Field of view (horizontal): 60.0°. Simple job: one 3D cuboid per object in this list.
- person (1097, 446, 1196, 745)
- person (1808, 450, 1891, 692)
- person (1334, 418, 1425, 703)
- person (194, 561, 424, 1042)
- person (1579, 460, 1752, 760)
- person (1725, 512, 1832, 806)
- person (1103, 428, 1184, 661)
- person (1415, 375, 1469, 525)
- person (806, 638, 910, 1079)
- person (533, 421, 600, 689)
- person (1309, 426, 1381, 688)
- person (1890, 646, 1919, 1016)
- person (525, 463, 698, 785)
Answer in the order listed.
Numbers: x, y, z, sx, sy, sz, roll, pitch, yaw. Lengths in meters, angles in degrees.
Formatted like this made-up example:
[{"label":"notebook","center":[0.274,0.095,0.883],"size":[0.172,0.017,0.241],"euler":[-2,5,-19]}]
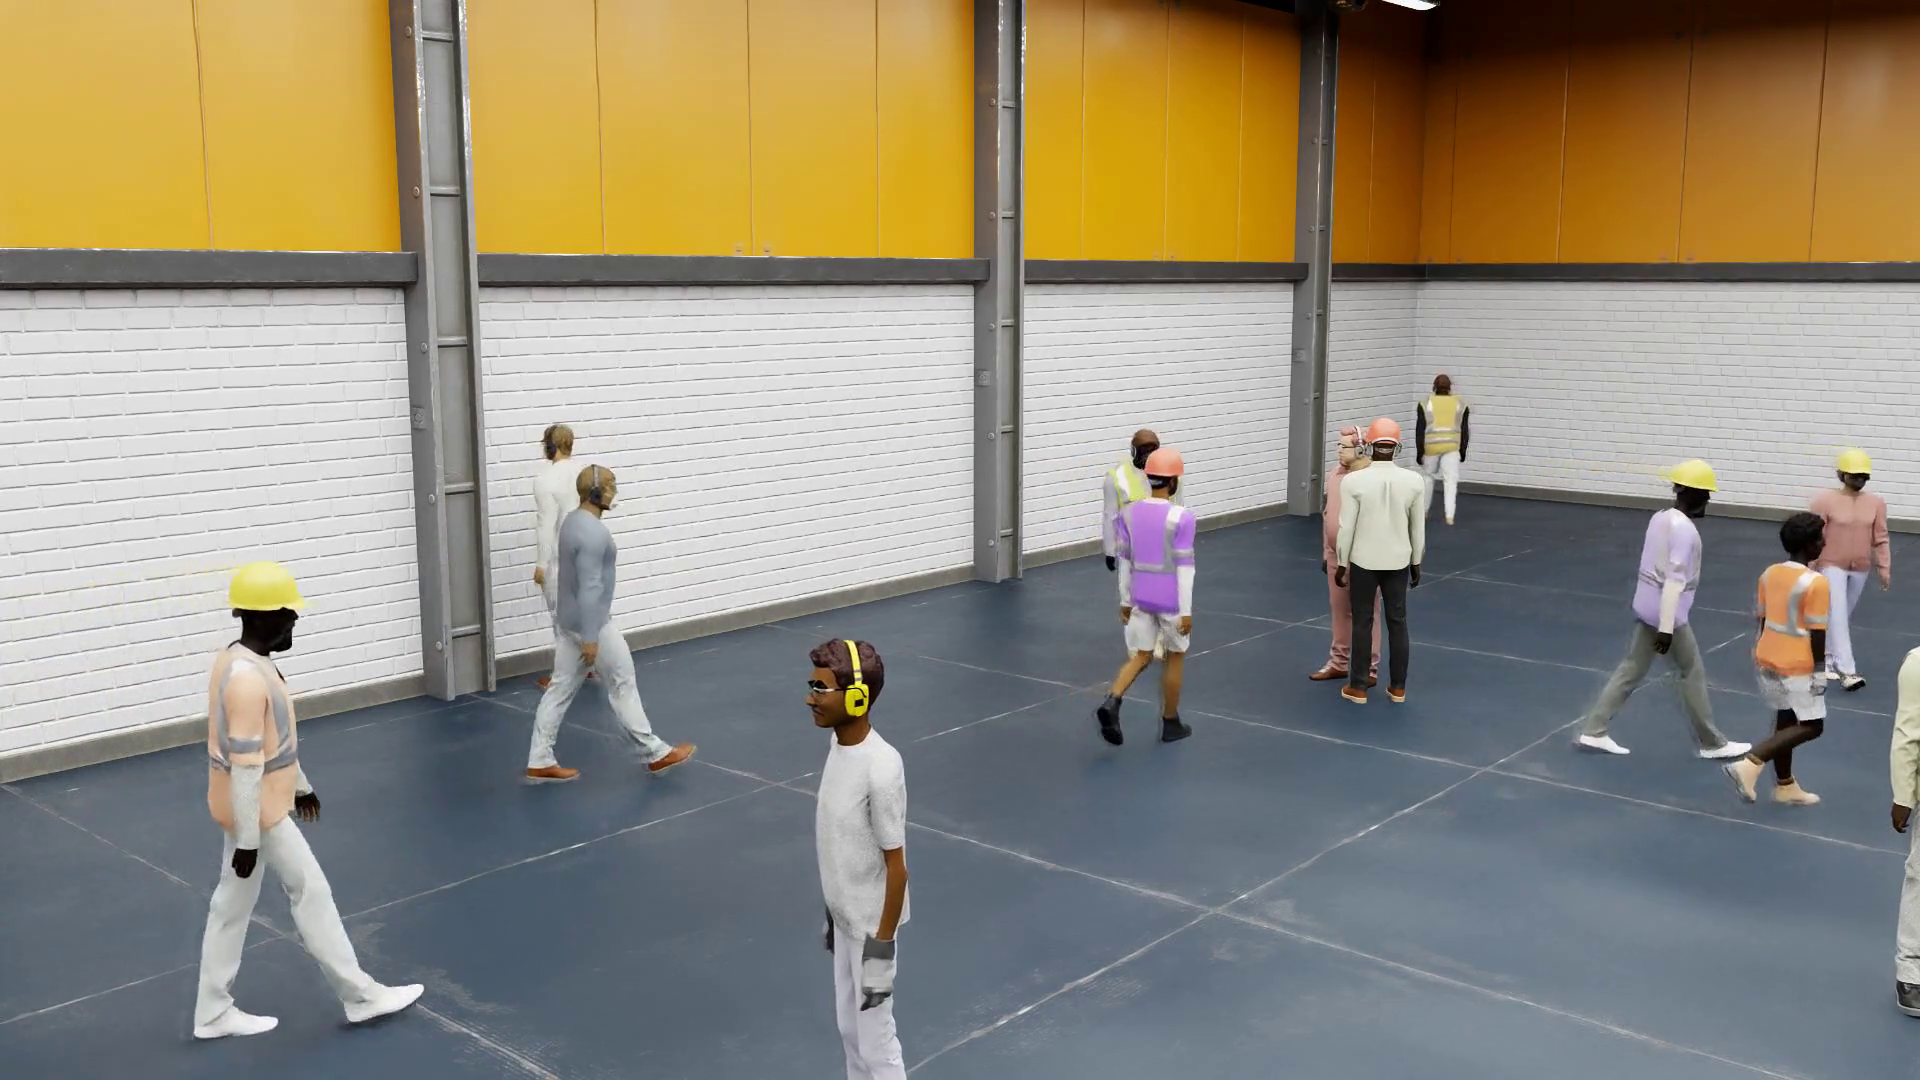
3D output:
[{"label":"person","center":[1.199,0.371,10.430],"size":[0.549,1.918,0.757],"euler":[8,12,42]},{"label":"person","center":[6.407,0.221,11.942],"size":[0.547,1.717,0.877],"euler":[0,9,0]},{"label":"person","center":[2.916,0.145,11.587],"size":[0.624,1.992,0.390],"euler":[-1,9,-4]},{"label":"person","center":[-2.593,1.013,6.488],"size":[0.919,1.890,0.591],"euler":[-5,10,-28]},{"label":"person","center":[4.333,0.435,10.212],"size":[1.001,1.862,0.603],"euler":[0,9,2]},{"label":"person","center":[4.550,0.679,9.184],"size":[0.544,1.684,0.546],"euler":[-1,9,-4]},{"label":"person","center":[1.406,0.059,12.662],"size":[0.659,1.827,0.450],"euler":[-1,9,-5]},{"label":"person","center":[5.794,-1.088,20.009],"size":[0.644,1.790,0.989],"euler":[1,9,5]},{"label":"person","center":[-0.326,1.222,5.221],"size":[0.331,1.872,0.513],"euler":[-4,10,-21]},{"label":"person","center":[-2.834,0.114,11.966],"size":[0.352,1.939,0.635],"euler":[4,10,24]},{"label":"person","center":[2.830,0.127,11.994],"size":[0.399,1.905,0.643],"euler":[-5,10,-29]},{"label":"person","center":[4.043,1.014,6.641],"size":[0.602,1.830,0.404],"euler":[1,9,8]},{"label":"person","center":[-2.105,0.495,9.738],"size":[1.000,1.887,0.647],"euler":[-4,10,-25]}]
